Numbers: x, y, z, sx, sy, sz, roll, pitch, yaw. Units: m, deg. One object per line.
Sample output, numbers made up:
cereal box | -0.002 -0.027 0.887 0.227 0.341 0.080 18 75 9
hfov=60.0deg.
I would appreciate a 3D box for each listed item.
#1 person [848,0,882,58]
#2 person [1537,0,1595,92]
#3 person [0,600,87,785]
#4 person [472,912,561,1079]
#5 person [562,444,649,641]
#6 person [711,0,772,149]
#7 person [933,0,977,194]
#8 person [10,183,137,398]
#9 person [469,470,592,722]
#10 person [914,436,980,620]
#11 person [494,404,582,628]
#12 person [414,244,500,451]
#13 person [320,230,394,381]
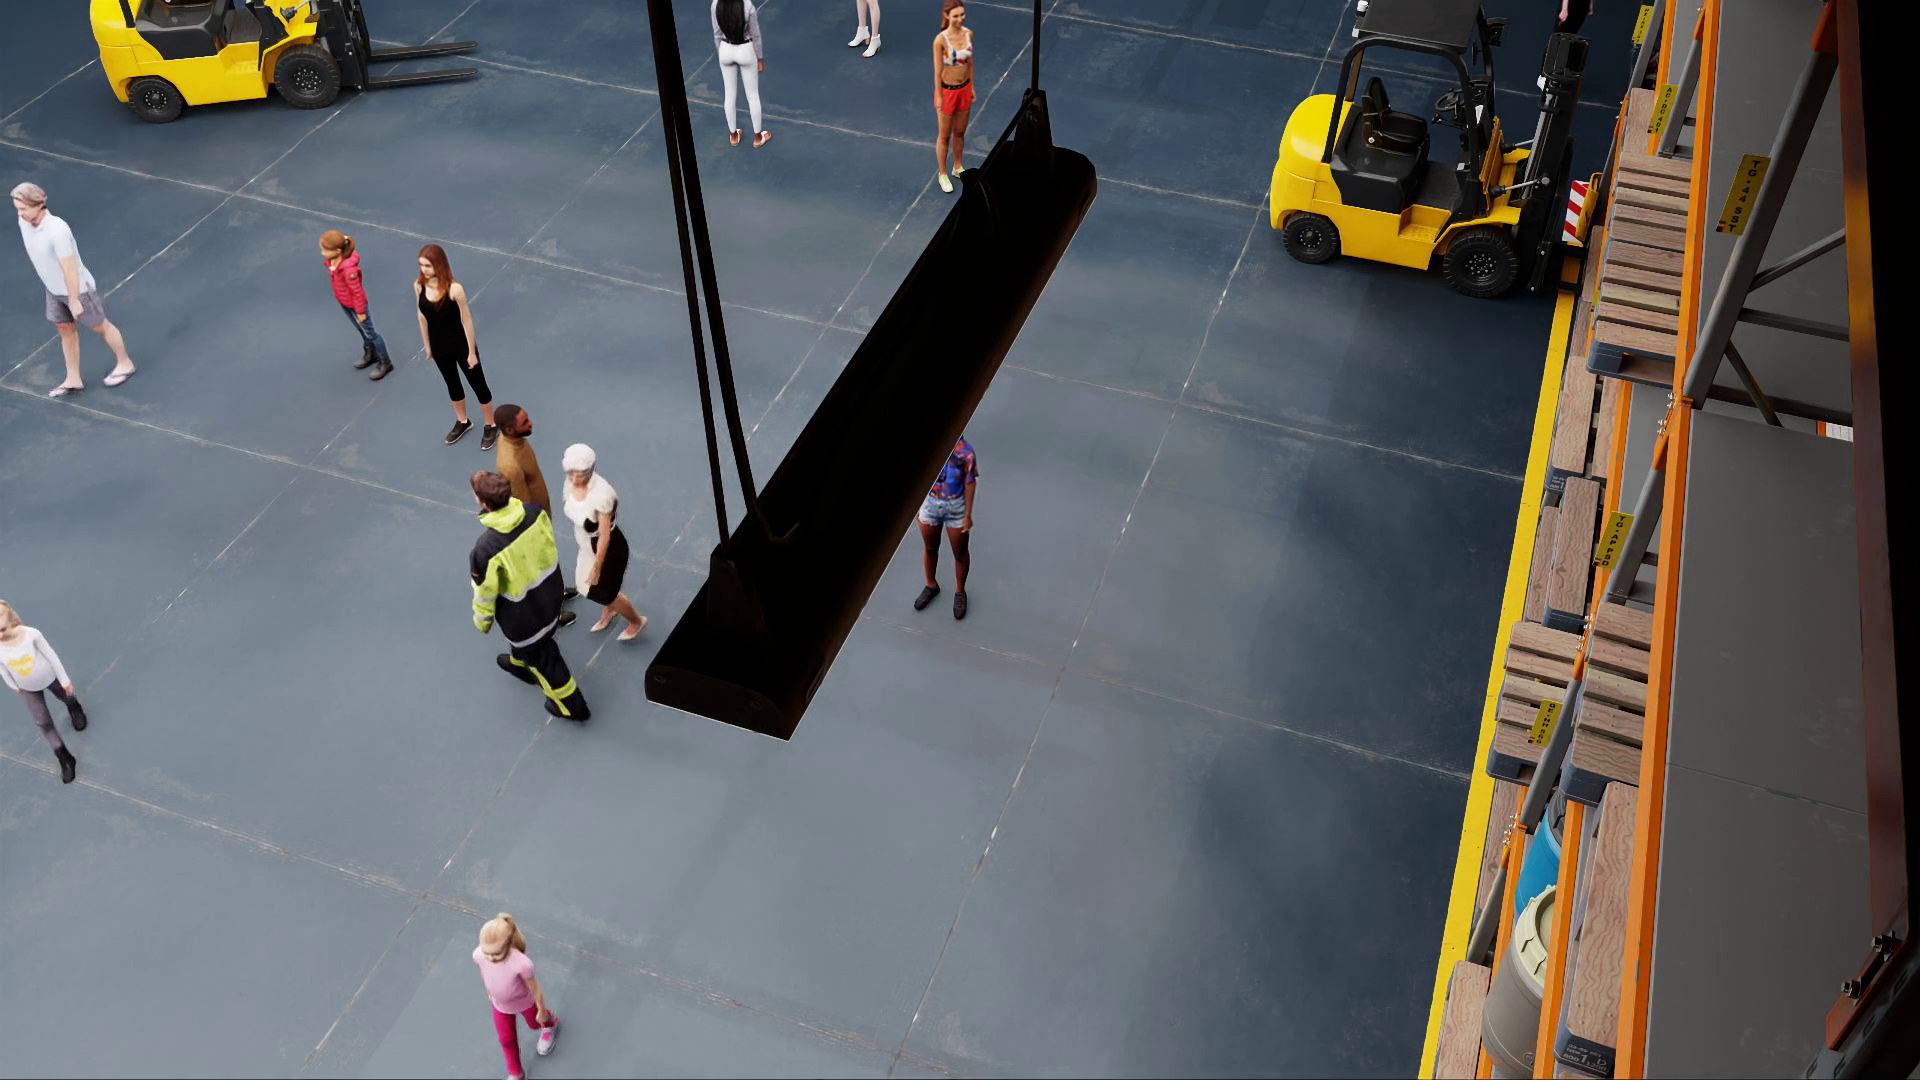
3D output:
person | -0.972 -5.788 16.739 0.695 1.828 0.670 -25 49 -24
person | 5.989 -5.233 16.220 0.654 1.740 0.725 -20 47 -20
person | -5.655 0.816 10.223 0.867 1.254 0.918 -18 46 -18
person | -2.284 2.333 8.627 0.574 1.258 0.817 7 44 7
person | -2.235 0.055 10.677 0.797 1.730 0.773 -25 49 -24
person | -2.052 -4.469 15.429 0.627 1.725 0.572 7 44 7
person | -0.059 -4.001 14.890 0.659 1.791 0.736 -26 49 -24
person | -6.750 -1.981 12.750 0.778 1.817 0.944 22 48 22
person | -2.611 0.387 10.166 0.919 1.953 1.031 20 47 19
person | -0.099 -0.208 10.943 0.592 1.743 0.517 12 45 12
person | -2.811 -0.175 10.855 0.766 1.817 0.665 -8 44 -9
person | -3.724 -1.439 12.247 0.573 1.726 0.519 11 45 11
person | -4.722 -1.863 12.992 0.574 1.314 0.589 34 53 30
